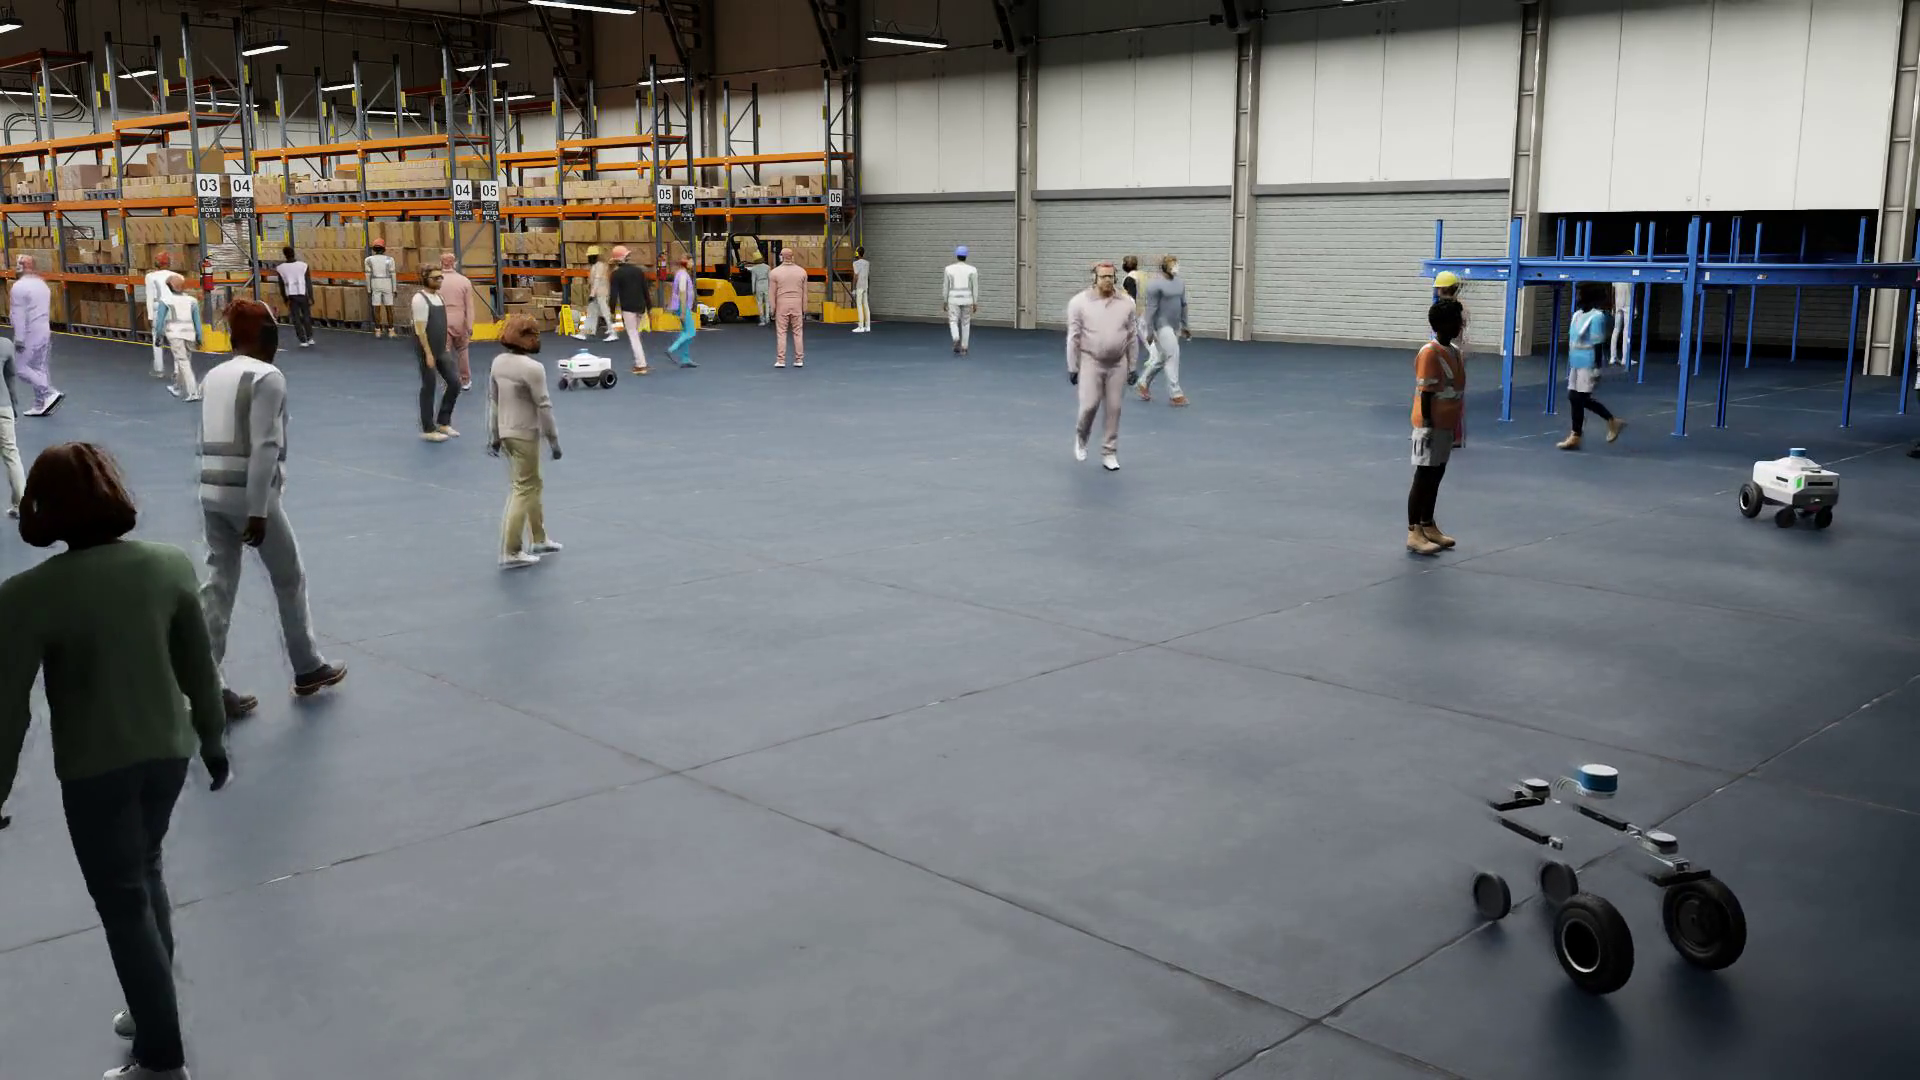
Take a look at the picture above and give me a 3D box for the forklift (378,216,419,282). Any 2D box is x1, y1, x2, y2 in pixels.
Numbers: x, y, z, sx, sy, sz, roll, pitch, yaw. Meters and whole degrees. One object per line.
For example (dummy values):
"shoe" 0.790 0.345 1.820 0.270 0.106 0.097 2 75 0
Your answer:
"forklift" -17.868 -9.201 54.028 1.873 2.768 1.129 -10 14 -44

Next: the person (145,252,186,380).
"person" -11.720 -3.297 24.495 0.842 1.852 0.618 10 14 42

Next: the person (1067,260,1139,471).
"person" 1.307 -1.590 15.111 0.648 1.895 0.452 -2 11 -12

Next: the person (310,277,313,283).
"person" -18.119 -7.140 45.635 0.988 1.784 0.631 2 11 13

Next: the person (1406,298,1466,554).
"person" 3.206 -0.770 11.164 0.317 1.695 0.540 7 13 35

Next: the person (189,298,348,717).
"person" -3.180 -0.161 7.490 0.592 1.821 0.912 6 12 30

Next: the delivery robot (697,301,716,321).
"delivery robot" -6.174 -5.436 39.585 0.707 0.478 0.477 6 12 29

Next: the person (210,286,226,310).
"person" -16.286 -5.351 36.344 0.372 1.623 0.515 7 13 34

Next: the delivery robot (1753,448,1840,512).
"delivery robot" 6.198 -0.438 12.334 0.477 0.478 0.707 0 10 -1

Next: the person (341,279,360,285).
"person" -15.887 -6.804 43.500 0.971 1.895 0.621 7 13 34

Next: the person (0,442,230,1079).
"person" -2.115 0.561 4.120 0.593 1.603 0.537 6 12 30

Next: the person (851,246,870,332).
"person" -2.183 -5.506 36.521 0.329 1.871 0.513 8 13 39

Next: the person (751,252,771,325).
"person" -4.633 -5.888 39.022 0.533 1.706 0.460 -4 11 -20

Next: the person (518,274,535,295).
"person" -12.515 -7.634 47.951 0.543 1.933 0.364 -8 13 -37

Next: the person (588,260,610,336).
"person" -7.661 -5.152 35.374 0.551 1.581 0.827 3 11 15

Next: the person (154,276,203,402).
"person" -10.013 -2.574 21.287 0.889 1.589 0.526 7 12 34

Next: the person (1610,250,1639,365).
"person" 10.945 -3.825 27.350 0.328 1.872 0.511 -6 12 -30

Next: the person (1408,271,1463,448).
"person" 4.753 -1.801 16.638 0.719 1.741 0.546 7 12 32

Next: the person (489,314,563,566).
"person" -2.752 -0.653 10.771 0.520 1.606 0.670 9 14 41

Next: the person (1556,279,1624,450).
"person" 6.233 -1.720 16.392 0.516 1.685 0.540 -1 10 -4

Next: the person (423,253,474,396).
"person" -6.820 -2.886 22.261 0.646 1.863 0.965 -2 11 -13

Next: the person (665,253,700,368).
"person" -4.465 -3.688 26.727 0.473 1.826 0.564 -3 11 -14

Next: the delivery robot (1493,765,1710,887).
"delivery robot" 1.892 0.788 4.934 0.335 0.223 0.698 -4 11 -22

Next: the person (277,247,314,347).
"person" -12.705 -4.658 31.859 0.625 1.879 0.853 -4 11 -19

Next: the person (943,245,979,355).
"person" 0.018 -4.221 29.341 0.635 1.930 0.583 -1 10 -4

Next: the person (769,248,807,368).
"person" -2.780 -3.736 26.808 0.635 1.899 0.399 -4 11 -21

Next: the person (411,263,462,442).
"person" -5.377 -1.917 17.064 0.499 1.828 0.518 4 11 19

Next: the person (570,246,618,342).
"person" -7.305 -4.891 33.136 0.975 1.882 0.607 -5 12 -25

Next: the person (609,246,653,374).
"person" -5.043 -3.523 25.477 0.629 1.948 0.624 7 13 35

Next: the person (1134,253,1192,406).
"person" 2.565 -2.676 21.020 0.967 1.904 0.631 10 14 42

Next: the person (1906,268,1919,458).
"person" 9.444 -1.746 15.955 0.815 1.883 0.590 -4 11 -21

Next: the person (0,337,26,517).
"person" -7.220 -0.955 12.342 0.271 1.632 0.503 5 12 26

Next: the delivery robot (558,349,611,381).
"delivery robot" -5.206 -2.409 23.081 0.477 0.478 0.707 10 14 43

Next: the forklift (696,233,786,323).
"forklift" -5.496 -6.489 41.108 2.313 2.155 1.214 -10 14 -44

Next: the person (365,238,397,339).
"person" -11.922 -5.184 34.291 0.608 2.044 0.377 -2 11 -10

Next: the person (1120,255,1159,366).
"person" 2.826 -3.719 26.989 0.963 1.805 0.615 5 11 24

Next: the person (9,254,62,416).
"person" -10.818 -2.378 19.408 0.473 1.889 0.665 0 10 -2
